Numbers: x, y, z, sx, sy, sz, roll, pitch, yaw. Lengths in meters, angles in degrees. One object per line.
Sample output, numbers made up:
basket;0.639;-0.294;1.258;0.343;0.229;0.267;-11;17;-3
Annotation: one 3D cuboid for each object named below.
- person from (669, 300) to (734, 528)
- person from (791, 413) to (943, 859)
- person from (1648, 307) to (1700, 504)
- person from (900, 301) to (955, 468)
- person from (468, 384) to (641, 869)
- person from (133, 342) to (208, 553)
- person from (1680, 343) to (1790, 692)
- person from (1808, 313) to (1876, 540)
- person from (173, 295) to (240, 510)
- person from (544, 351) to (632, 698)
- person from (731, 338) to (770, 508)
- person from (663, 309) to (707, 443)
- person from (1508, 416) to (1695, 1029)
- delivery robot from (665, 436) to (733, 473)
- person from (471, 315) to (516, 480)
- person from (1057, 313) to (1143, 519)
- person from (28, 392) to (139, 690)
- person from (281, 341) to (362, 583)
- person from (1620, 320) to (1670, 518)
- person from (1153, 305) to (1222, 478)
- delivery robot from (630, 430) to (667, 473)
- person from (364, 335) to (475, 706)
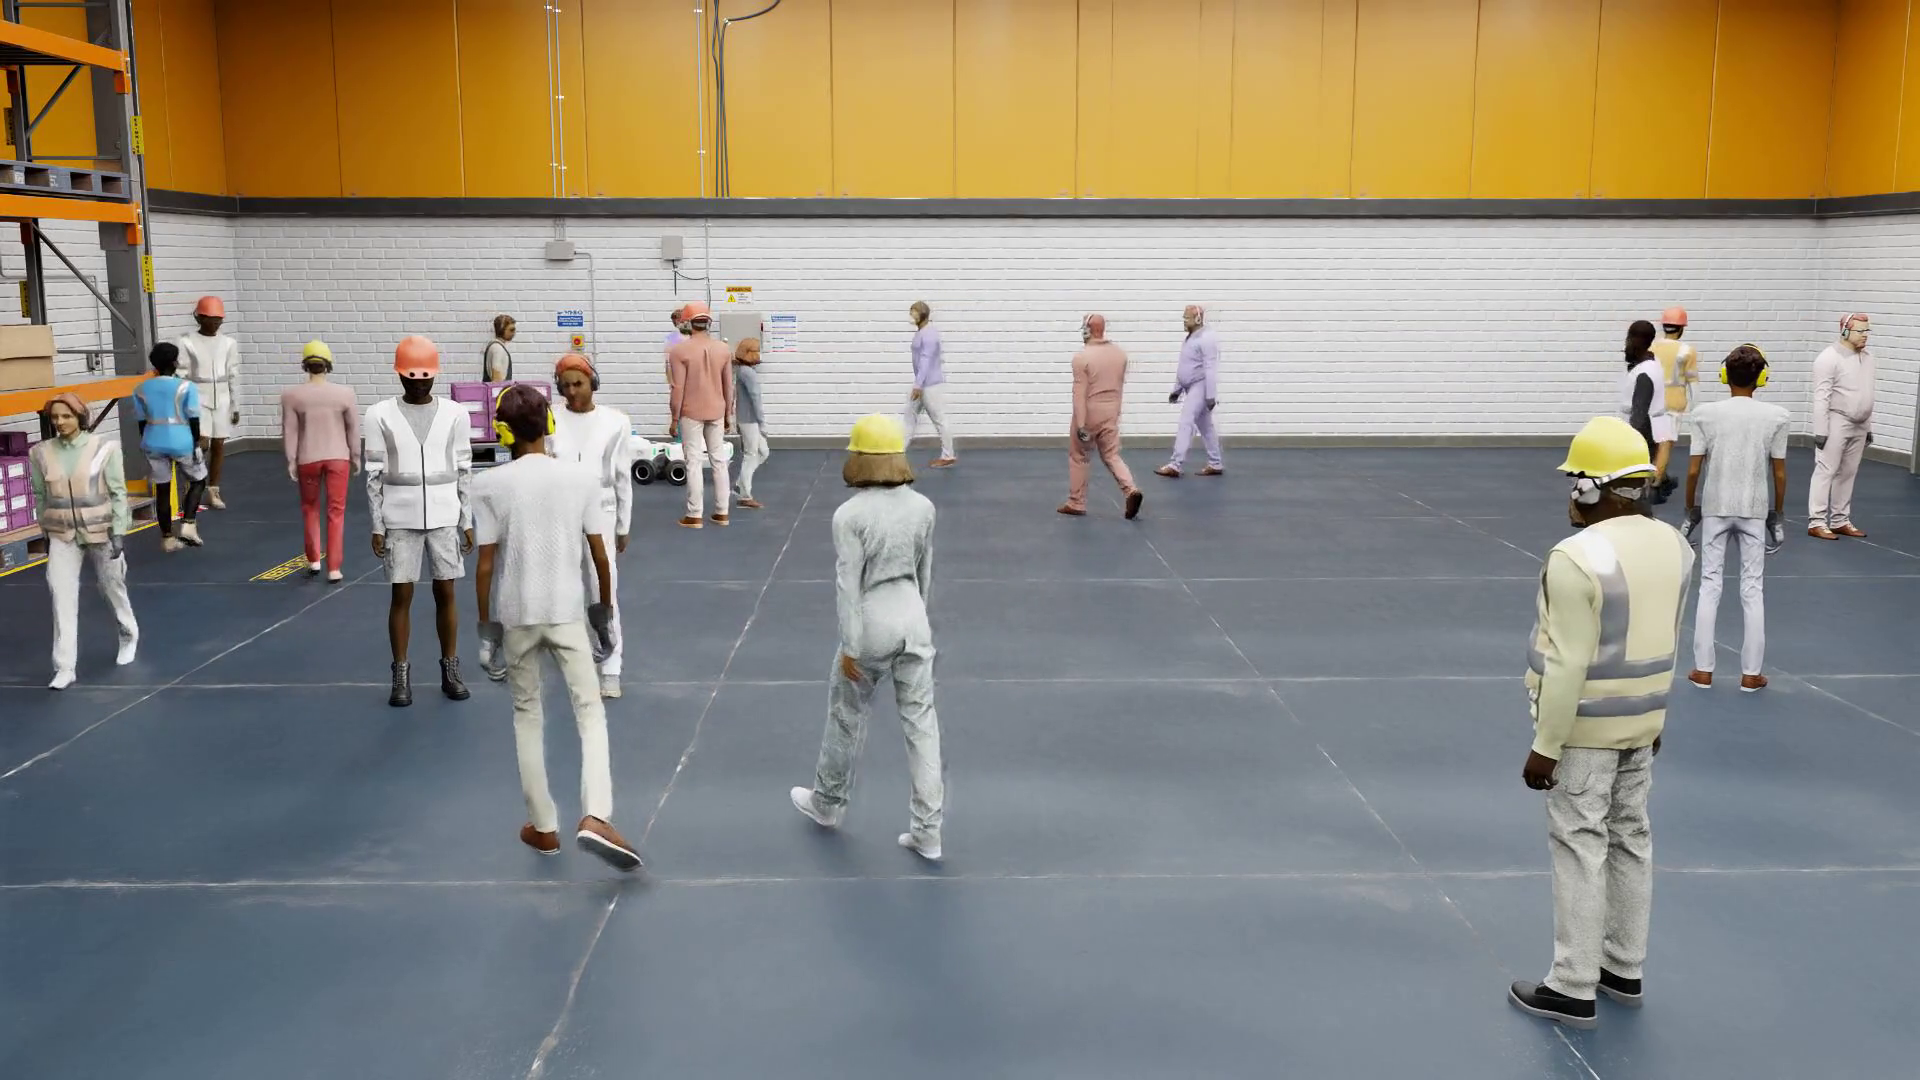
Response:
person;-2.283;-1.101;14.611;0.623;1.989;0.401;-7;12;-38
person;-0.352;0.357;6.556;0.497;1.708;0.862;-7;12;-36
person;6.945;-1.312;16.215;0.941;1.887;0.561;-8;12;-41
person;-0.497;-1.737;18.787;0.980;1.890;0.647;-3;10;-16
person;-1.553;0.340;6.266;0.529;1.838;0.700;-3;10;-17
person;-6.310;-0.733;13.303;0.543;1.682;0.373;0;9;-1
person;4.164;-0.120;8.966;0.517;1.873;0.334;5;10;26
person;7.430;-0.947;13.963;0.643;1.902;0.401;-5;10;-26
person;-7.047;-1.280;15.619;0.474;2.020;0.640;8;12;39
person;-2.067;-0.118;9.084;0.559;1.847;0.958;-2;10;-13
person;-1.958;-1.101;15.757;0.352;1.621;0.505;-2;9;-12
person;-3.179;-1.802;19.487;0.670;1.809;0.406;-9;13;-43
person;1.912;0.544;5.012;0.601;1.830;0.404;-6;11;-34
delivery robot;-2.755;-0.915;17.579;0.707;0.478;0.477;-2;9;-12
person;-4.914;-1.499;17.713;0.967;1.786;0.545;-4;10;-23
person;1.276;-1.125;15.121;0.643;1.876;0.851;-6;11;-34
person;-4.858;-0.032;9.248;0.510;1.599;0.838;-2;9;-10
person;-4.656;-0.579;12.178;0.525;1.741;0.735;-3;10;-16
person;5.183;-0.717;12.617;0.367;1.882;0.694;4;10;25
person;2.478;-1.607;18.077;0.929;1.870;0.648;-1;9;-7
delivery robot;-3.488;-0.931;17.677;0.707;0.478;0.477;2;9;14
person;-2.801;-0.101;8.679;0.542;1.929;0.369;-4;10;-25
